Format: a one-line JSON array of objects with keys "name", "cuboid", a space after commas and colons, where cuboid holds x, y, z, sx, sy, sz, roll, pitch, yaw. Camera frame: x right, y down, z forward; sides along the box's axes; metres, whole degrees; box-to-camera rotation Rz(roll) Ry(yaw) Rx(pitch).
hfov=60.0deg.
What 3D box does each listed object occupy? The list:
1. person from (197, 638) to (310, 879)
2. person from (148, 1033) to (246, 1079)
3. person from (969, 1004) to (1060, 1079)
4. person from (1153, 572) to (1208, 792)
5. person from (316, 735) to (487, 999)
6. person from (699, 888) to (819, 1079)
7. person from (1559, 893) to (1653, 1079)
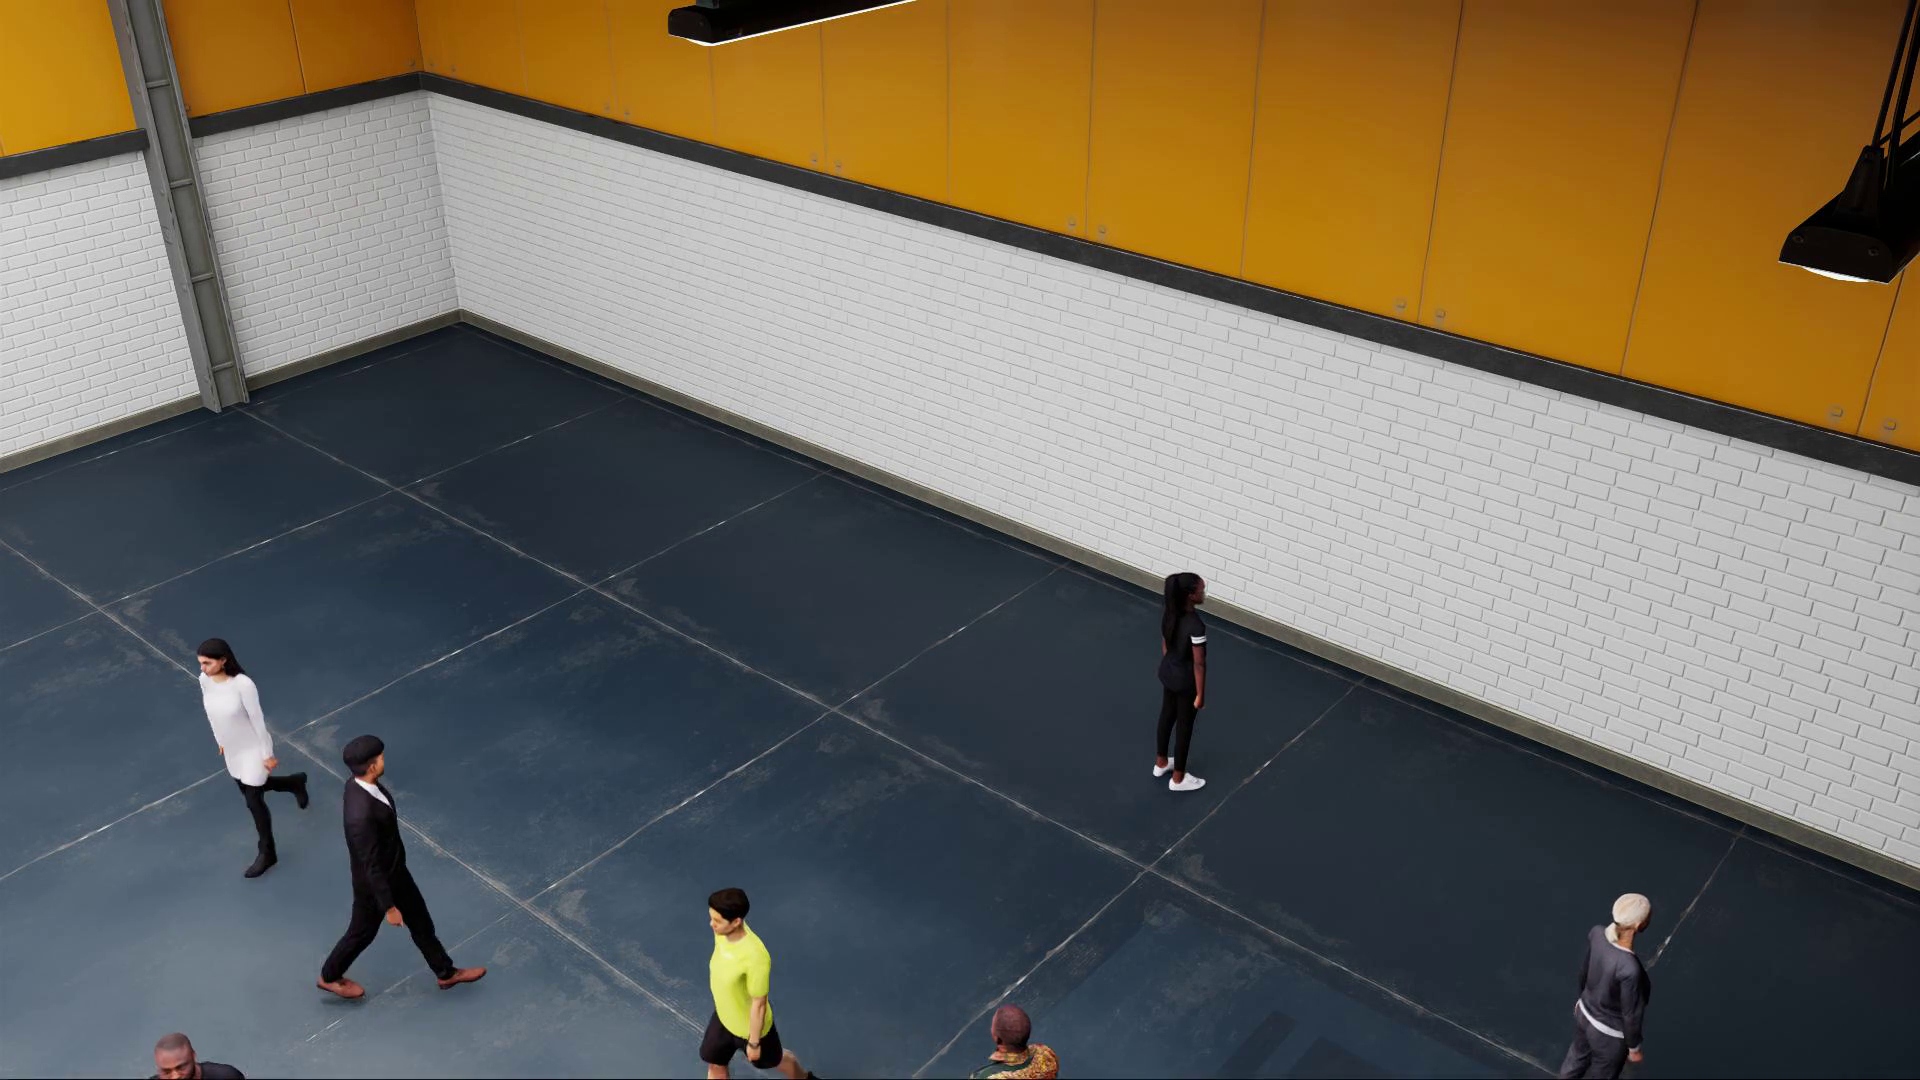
[{"name": "person", "cuboid": [-4.745, 1.367, 11.237, 0.865, 1.781, 1.119, 9, 30, 15]}, {"name": "person", "cuboid": [-3.670, 3.043, 8.140, 0.771, 1.804, 0.858, -9, 30, -15]}, {"name": "person", "cuboid": [0.270, 3.070, 8.130, 1.181, 1.766, 0.921, -19, 34, -31]}, {"name": "person", "cuboid": [1.600, 1.001, 11.961, 0.688, 1.731, 0.690, -13, 31, -22]}, {"name": "person", "cuboid": [-3.594, 2.040, 9.963, 1.374, 1.820, 1.280, -4, 29, -7]}, {"name": "person", "cuboid": [-1.118, 2.570, 9.150, 1.123, 1.669, 0.753, -22, 35, -34]}, {"name": "person", "cuboid": [3.480, 2.614, 9.009, 0.750, 1.726, 0.711, -5, 29, -9]}]
